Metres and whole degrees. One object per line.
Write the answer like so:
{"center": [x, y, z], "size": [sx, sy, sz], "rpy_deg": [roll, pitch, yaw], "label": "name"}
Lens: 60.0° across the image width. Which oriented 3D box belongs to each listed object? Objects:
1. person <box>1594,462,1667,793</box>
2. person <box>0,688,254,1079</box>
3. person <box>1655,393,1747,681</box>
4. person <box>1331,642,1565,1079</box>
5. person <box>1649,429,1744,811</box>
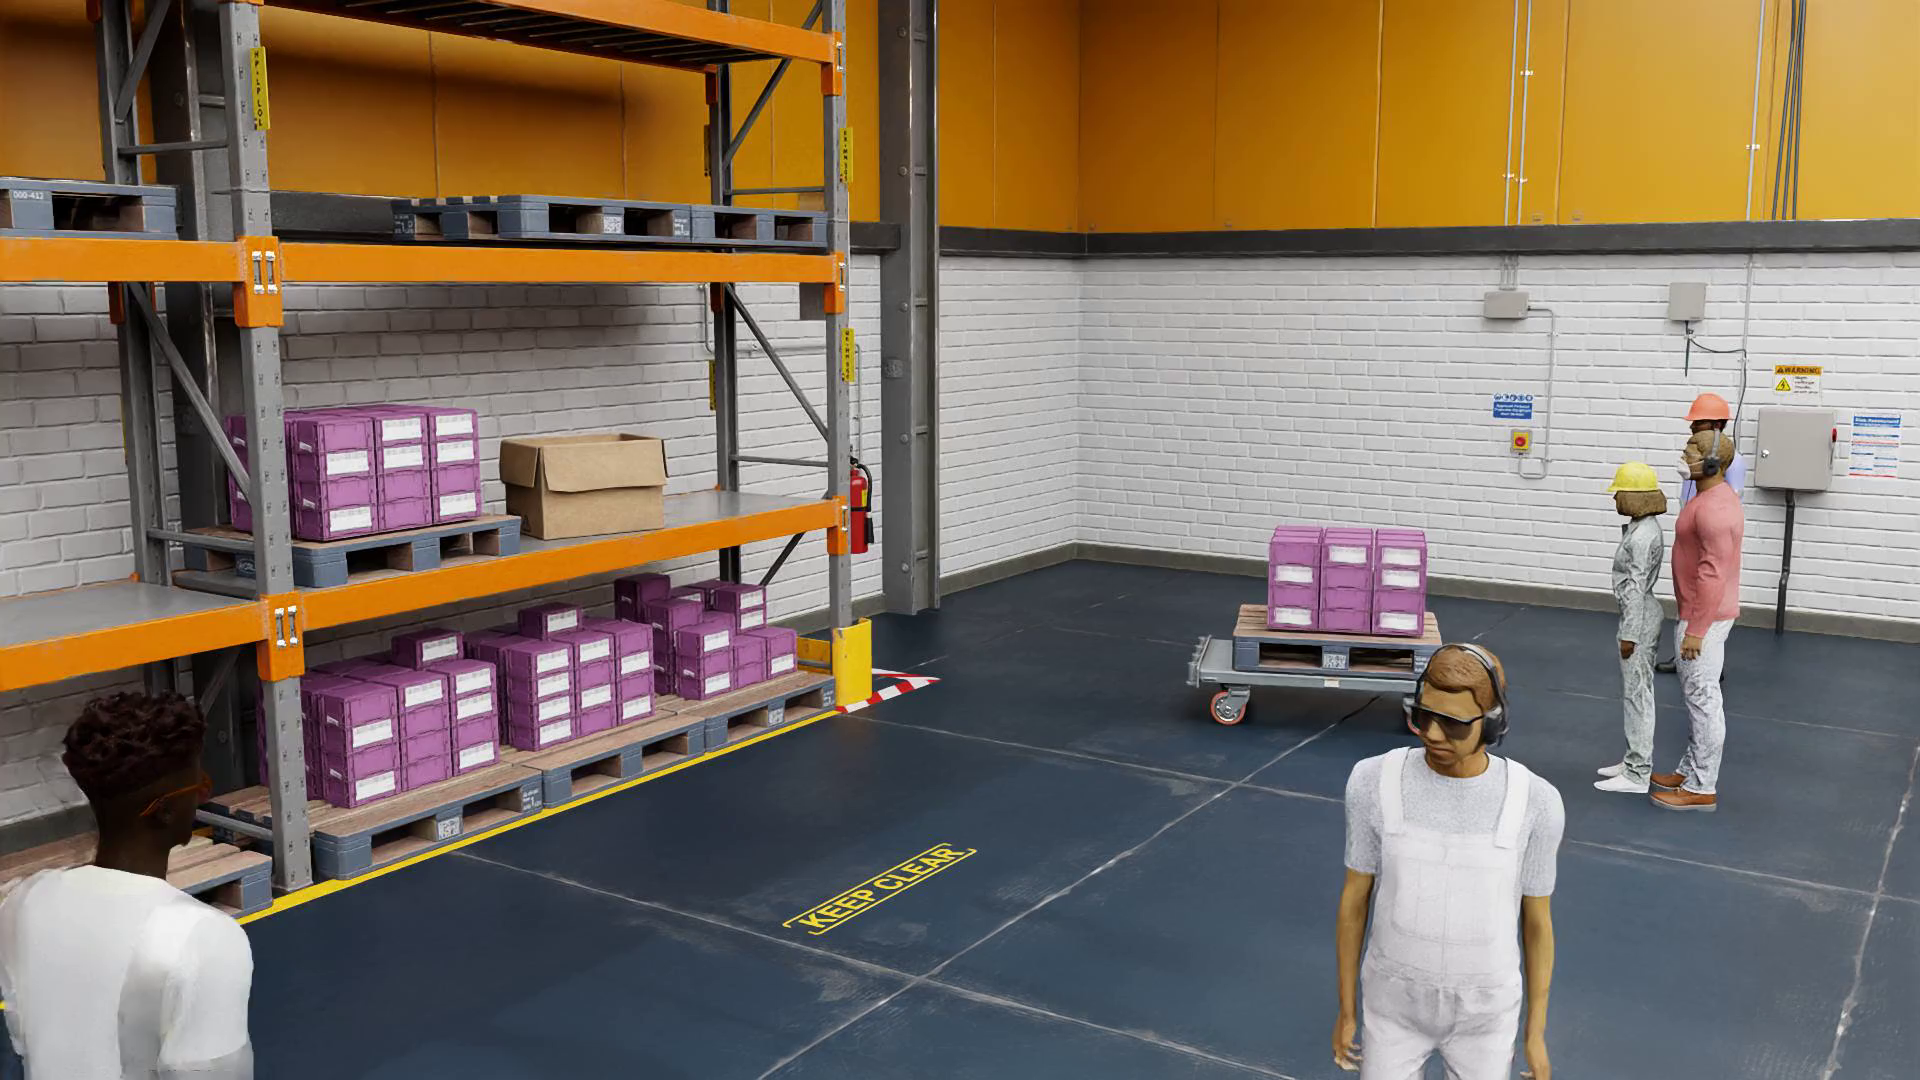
{"center": [3.528, 0.454, 8.757], "size": [0.322, 1.737, 0.484], "rpy_deg": [4, 10, 24], "label": "person"}
{"center": [-1.565, 1.225, 3.159], "size": [0.617, 1.922, 0.983], "rpy_deg": [3, 9, 22], "label": "person"}
{"center": [4.965, -0.011, 11.118], "size": [0.369, 1.939, 0.542], "rpy_deg": [-2, 9, -11], "label": "person"}
{"center": [1.146, 1.139, 3.965], "size": [0.505, 1.841, 0.347], "rpy_deg": [3, 9, 17], "label": "person"}
{"center": [3.746, 0.402, 8.436], "size": [0.372, 1.940, 0.632], "rpy_deg": [3, 9, 21], "label": "person"}
